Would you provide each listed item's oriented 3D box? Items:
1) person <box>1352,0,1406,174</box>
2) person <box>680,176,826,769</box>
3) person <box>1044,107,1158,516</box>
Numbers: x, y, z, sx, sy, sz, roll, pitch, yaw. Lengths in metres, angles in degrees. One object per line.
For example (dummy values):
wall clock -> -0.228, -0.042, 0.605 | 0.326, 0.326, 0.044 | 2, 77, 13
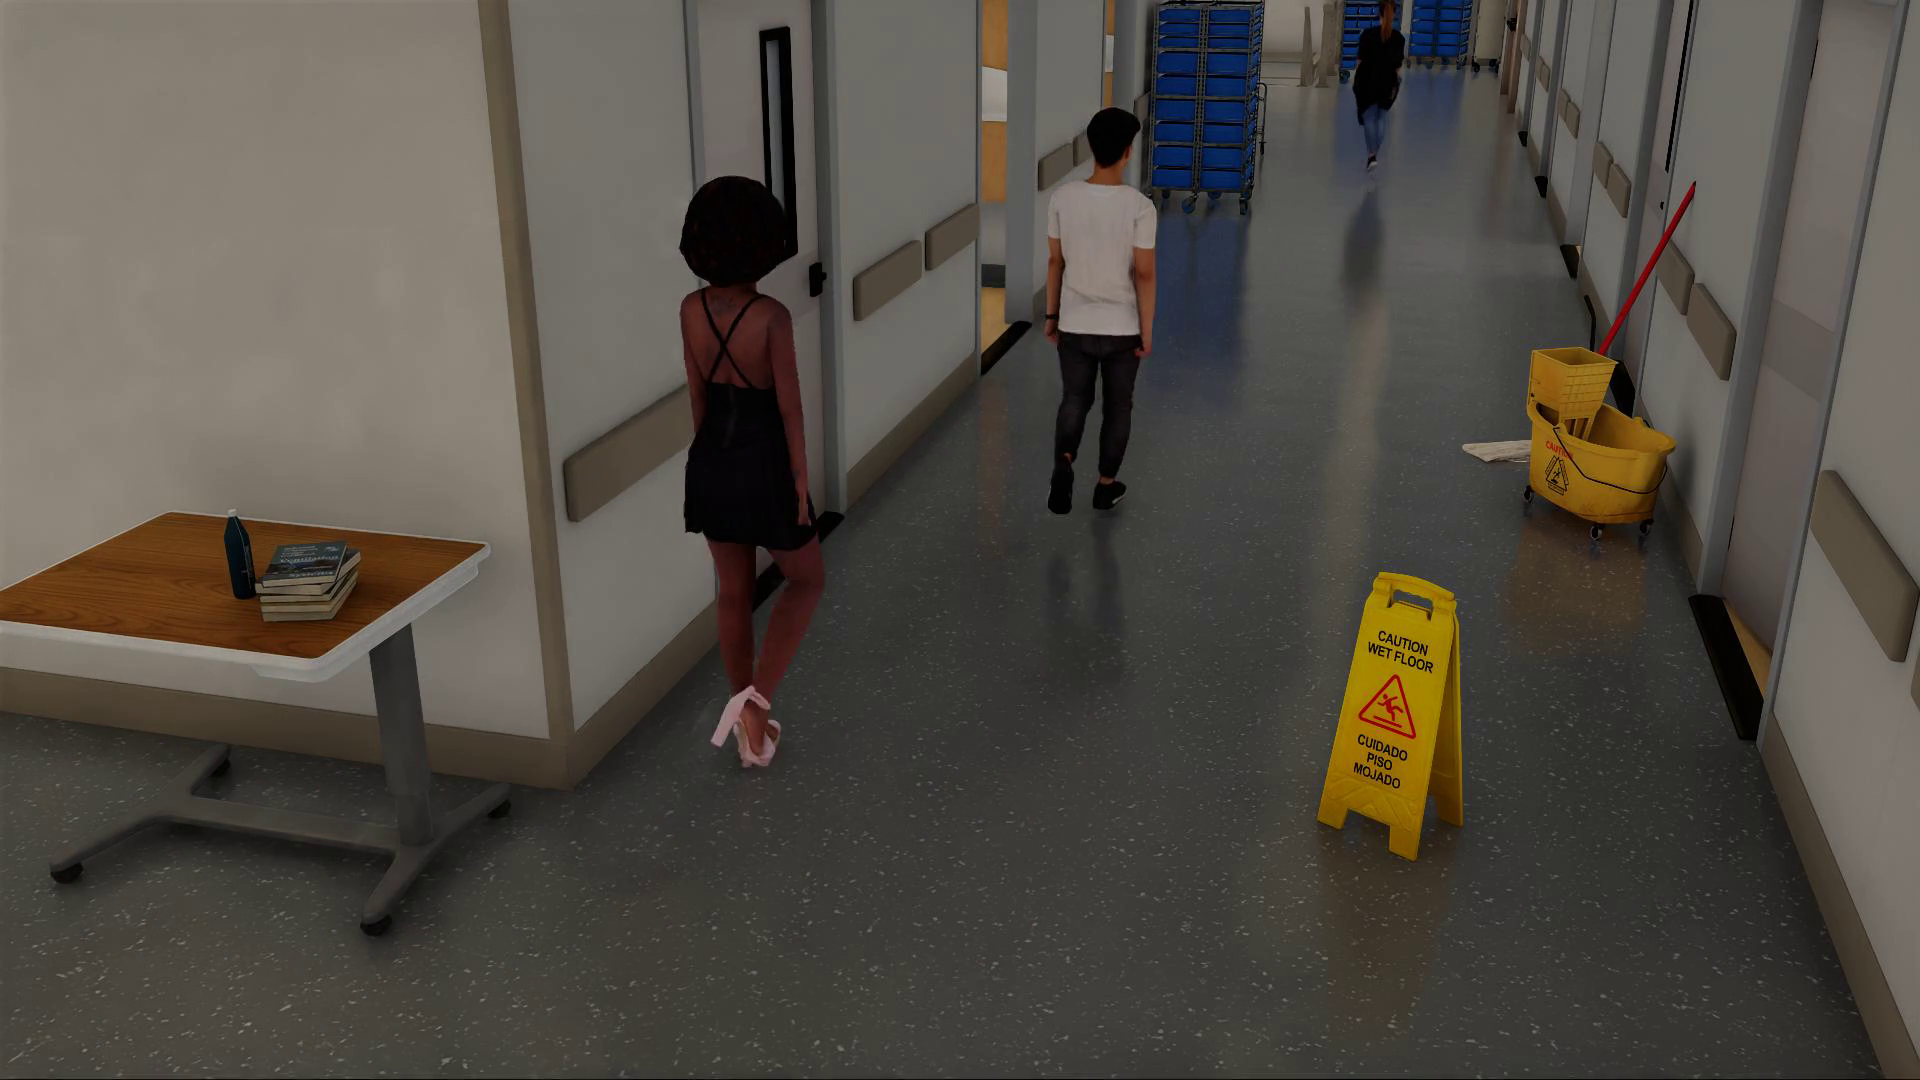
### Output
person -> 4.072, -4.402, 16.250 | 0.738, 1.648, 1.147 | 2, 21, 6
person -> -0.660, -0.119, 4.758 | 0.618, 1.779, 0.757 | 10, 23, 24
person -> 0.548, -0.900, 6.882 | 0.694, 1.704, 0.929 | 8, 22, 21
